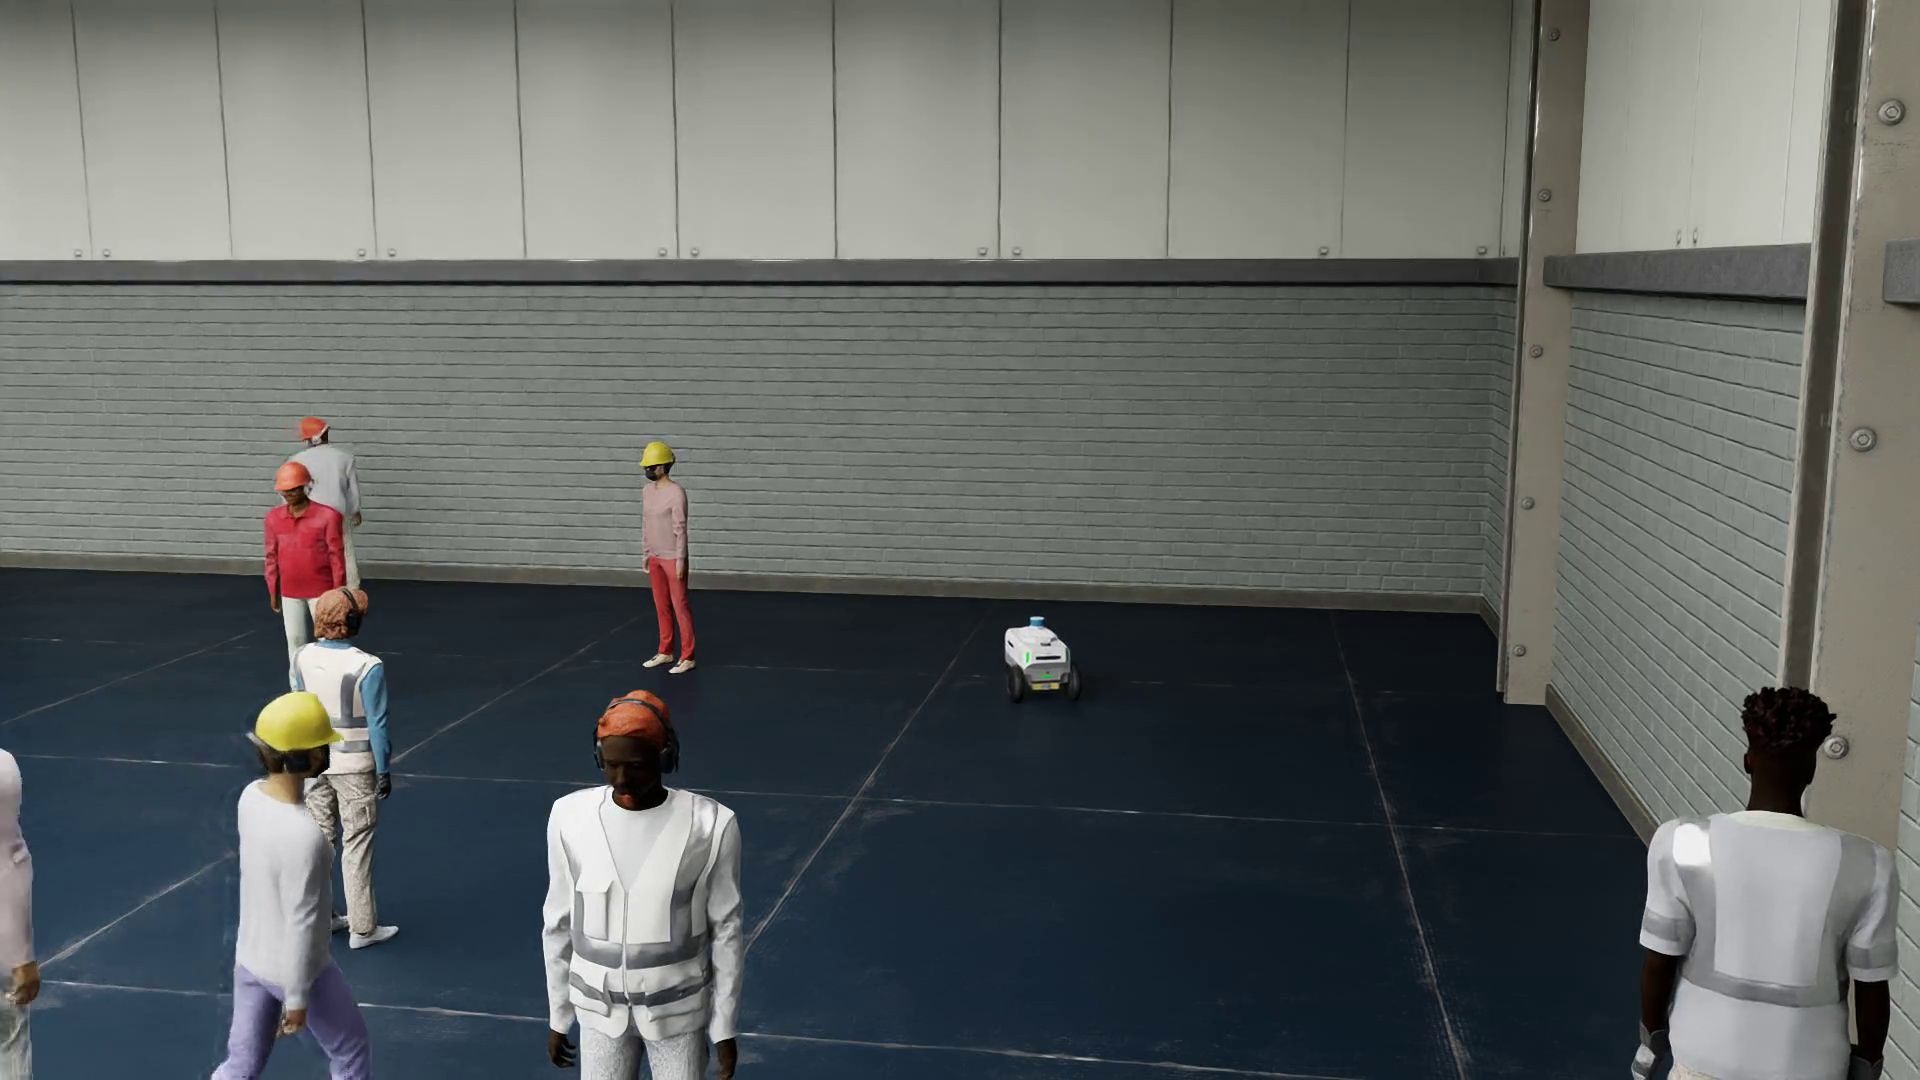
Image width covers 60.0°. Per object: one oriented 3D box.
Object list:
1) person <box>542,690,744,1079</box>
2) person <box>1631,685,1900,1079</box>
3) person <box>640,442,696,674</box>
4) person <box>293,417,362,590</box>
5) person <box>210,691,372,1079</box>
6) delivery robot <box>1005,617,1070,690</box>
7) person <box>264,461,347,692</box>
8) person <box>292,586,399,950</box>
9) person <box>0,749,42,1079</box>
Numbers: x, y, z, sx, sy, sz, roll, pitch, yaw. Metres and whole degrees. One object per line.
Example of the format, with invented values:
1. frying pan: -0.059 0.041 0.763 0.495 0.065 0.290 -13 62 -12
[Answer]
1. person: -0.896 1.342 4.695 0.572 1.887 0.356 1 9 6
2. person: 2.115 1.348 4.412 0.613 1.963 0.361 4 10 22
3. person: -2.239 0.133 12.561 0.350 1.758 0.523 -9 13 -44
4. person: -5.799 -0.280 15.242 0.638 1.717 0.587 -5 10 -27
5. person: -2.190 1.332 5.246 0.517 1.728 0.872 8 12 41
6. delivery robot: 0.550 0.793 11.889 0.477 0.478 0.707 -2 9 -10
7. person: -4.502 0.321 11.435 0.579 1.742 0.360 1 9 4
8. person: -2.766 1.021 7.470 0.509 1.629 0.317 4 10 22
9. person: -3.230 1.265 5.153 0.664 1.904 0.855 1 9 9
